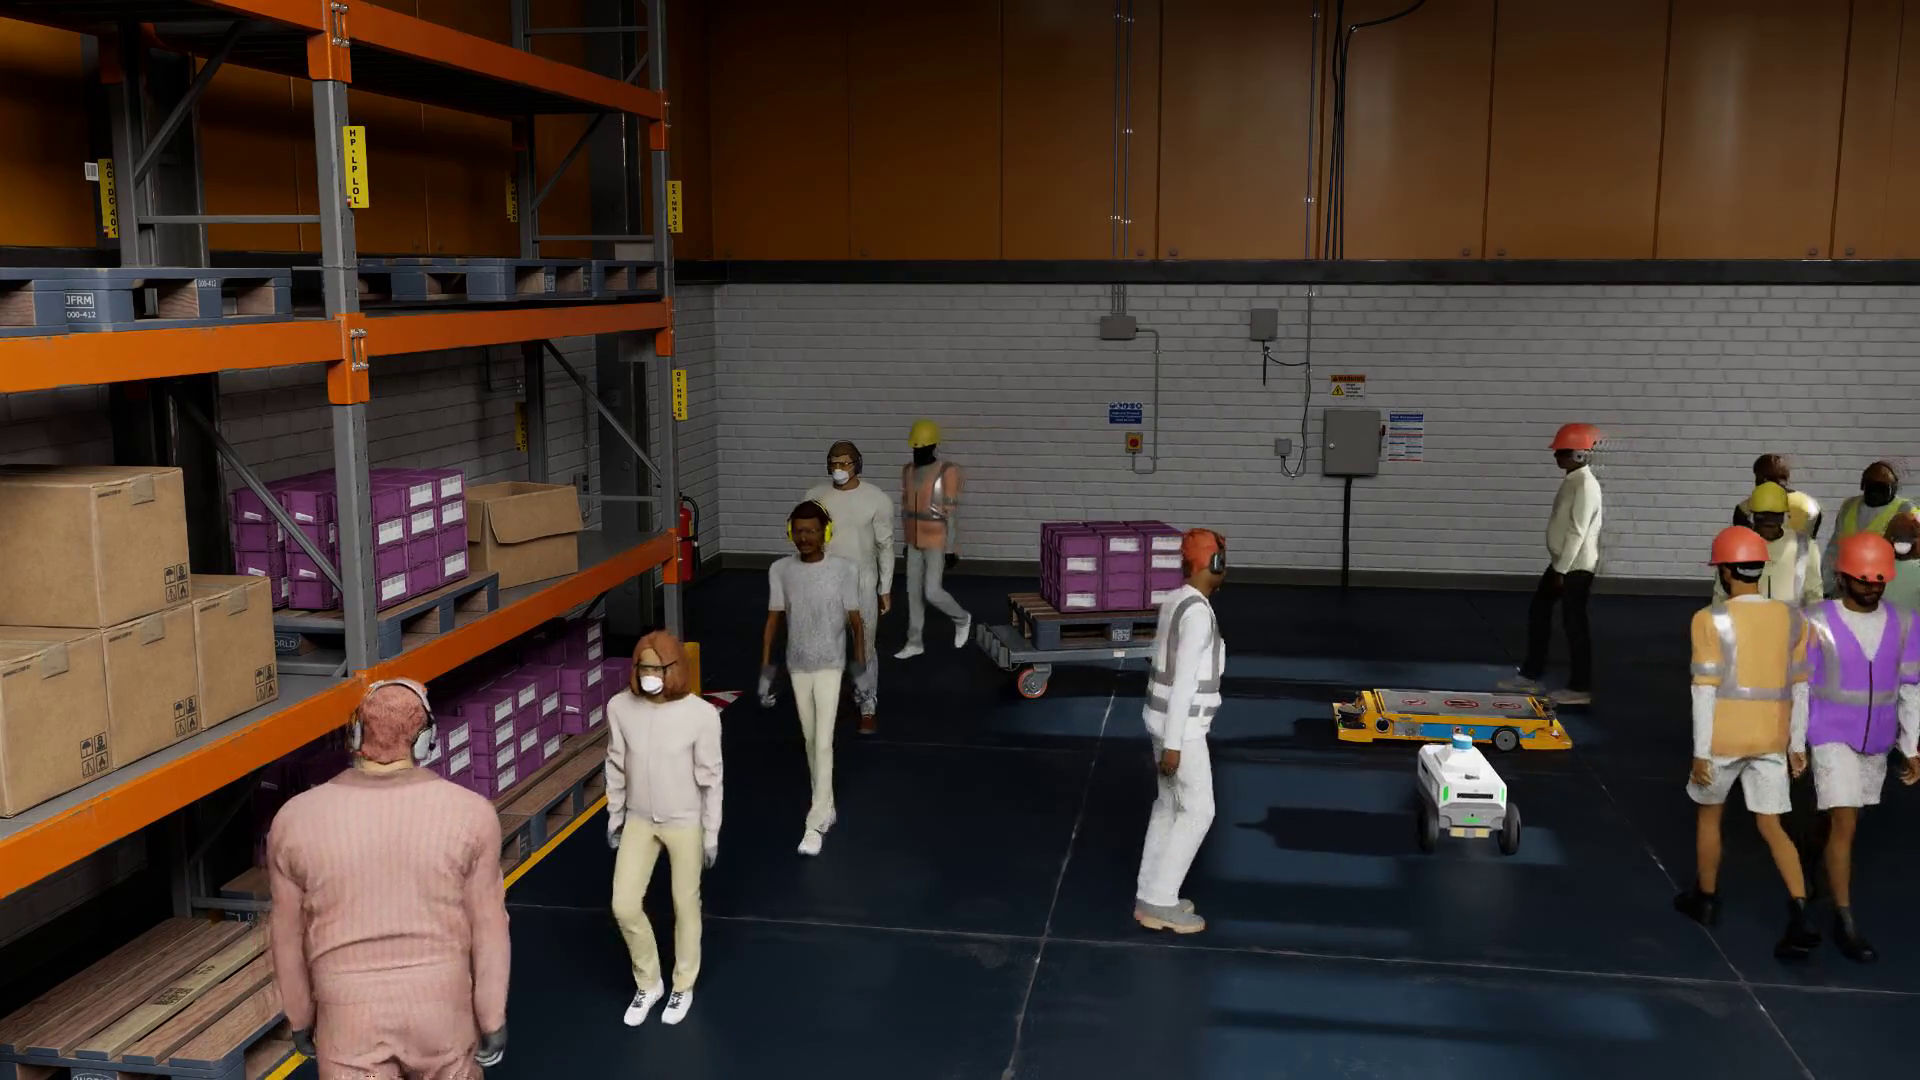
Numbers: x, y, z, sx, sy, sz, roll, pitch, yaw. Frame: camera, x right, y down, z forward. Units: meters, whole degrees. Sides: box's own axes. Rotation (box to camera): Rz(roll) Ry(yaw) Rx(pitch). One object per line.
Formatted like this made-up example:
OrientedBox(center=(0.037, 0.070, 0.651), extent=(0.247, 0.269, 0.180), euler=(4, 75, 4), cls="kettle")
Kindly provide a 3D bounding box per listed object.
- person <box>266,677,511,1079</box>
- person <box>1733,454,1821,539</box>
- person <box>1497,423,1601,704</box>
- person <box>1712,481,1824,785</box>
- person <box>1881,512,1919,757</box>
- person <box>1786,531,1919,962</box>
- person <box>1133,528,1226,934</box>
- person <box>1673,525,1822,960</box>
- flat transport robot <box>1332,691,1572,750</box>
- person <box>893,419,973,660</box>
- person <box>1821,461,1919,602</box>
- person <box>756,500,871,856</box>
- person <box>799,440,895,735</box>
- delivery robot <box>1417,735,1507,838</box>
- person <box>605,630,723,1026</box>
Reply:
OrientedBox(center=(-1.619, 1.343, 4.776), extent=(0.656, 1.873, 0.654), euler=(-2, 10, -14), cls="person")
OrientedBox(center=(5.541, 0.305, 11.386), extent=(0.632, 1.800, 0.921), euler=(0, 9, -3), cls="person")
OrientedBox(center=(4.114, 0.170, 11.632), extent=(0.732, 1.977, 0.653), euler=(1, 9, 8), cls="person")
OrientedBox(center=(4.862, 0.524, 10.044), extent=(0.594, 1.790, 0.925), euler=(3, 10, 20), cls="person")
OrientedBox(center=(5.703, 0.601, 10.144), extent=(0.507, 1.598, 0.808), euler=(8, 12, 41), cls="person")
OrientedBox(center=(4.044, 0.866, 7.631), extent=(0.533, 1.897, 0.964), euler=(0, 9, 2), cls="person")
OrientedBox(center=(1.024, 0.869, 7.718), extent=(0.461, 1.848, 0.614), euler=(-1, 9, -6), cls="person")
OrientedBox(center=(3.562, 0.905, 7.414), extent=(0.563, 1.896, 0.849), euler=(-1, 9, -3), cls="person")
OrientedBox(center=(3.174, 1.155, 10.818), extent=(1.431, 0.197, 0.652), euler=(1, 9, 9), cls="flat transport robot")
OrientedBox(center=(-0.215, -0.007, 12.957), extent=(0.640, 1.903, 0.599), euler=(8, 12, 42), cls="person")
OrientedBox(center=(6.055, 0.358, 11.111), extent=(0.957, 1.783, 0.663), euler=(-3, 10, -19), cls="person")
OrientedBox(center=(-0.798, 0.718, 8.685), extent=(0.560, 1.832, 0.887), euler=(2, 9, 14), cls="person")
OrientedBox(center=(-0.745, 0.311, 10.892), extent=(0.635, 1.938, 0.359), euler=(1, 9, 8), cls="person")
OrientedBox(center=(2.666, 1.284, 8.859), extent=(0.477, 0.478, 0.707), euler=(1, 9, 5), cls="delivery robot")
OrientedBox(center=(-1.196, 1.159, 6.618), extent=(0.531, 1.614, 0.454), euler=(2, 9, 13), cls="person")
